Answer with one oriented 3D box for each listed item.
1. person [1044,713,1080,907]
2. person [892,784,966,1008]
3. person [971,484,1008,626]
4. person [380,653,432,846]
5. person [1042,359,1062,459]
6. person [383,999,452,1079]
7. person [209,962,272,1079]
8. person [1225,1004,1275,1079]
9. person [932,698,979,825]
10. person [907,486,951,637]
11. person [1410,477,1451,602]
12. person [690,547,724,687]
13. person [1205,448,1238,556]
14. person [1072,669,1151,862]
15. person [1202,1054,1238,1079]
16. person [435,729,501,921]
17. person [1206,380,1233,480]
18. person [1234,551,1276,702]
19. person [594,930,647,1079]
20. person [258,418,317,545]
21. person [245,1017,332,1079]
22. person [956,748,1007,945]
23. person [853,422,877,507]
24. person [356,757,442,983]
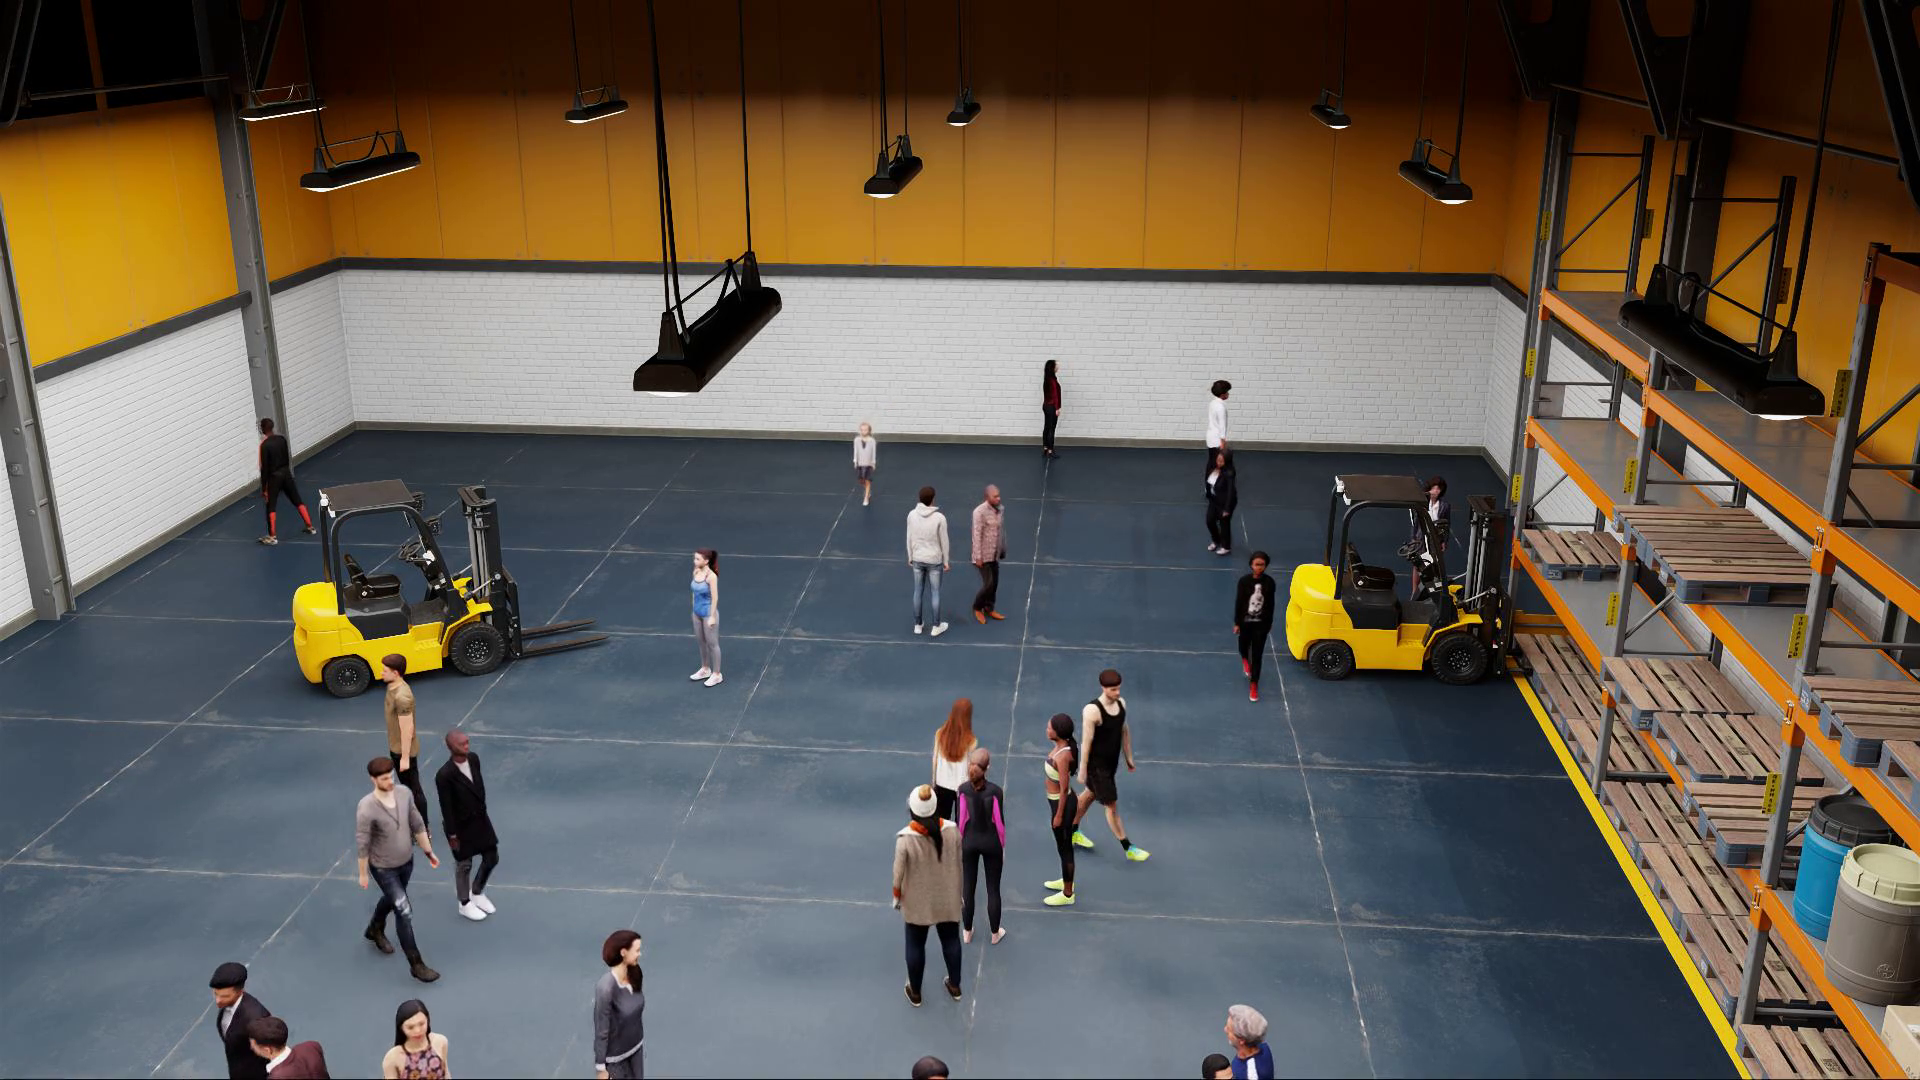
[{"bbox_3d":[0.892,2.299,14.288,0.618,1.753,0.434,2,19,6],"label":"person"},{"bbox_3d":[-0.237,2.729,12.798,0.787,1.889,0.756,-4,19,-10],"label":"person"},{"bbox_3d":[0.289,0.158,20.584,0.903,1.793,0.819,14,23,36],"label":"person"},{"bbox_3d":[-5.118,1.902,15.314,0.808,1.852,0.709,-11,21,-29],"label":"person"},{"bbox_3d":[1.509,-2.200,27.797,0.719,1.659,0.591,-7,20,-20],"label":"person"},{"bbox_3d":[-3.373,3.623,10.374,1.087,1.743,1.182,-13,23,-34],"label":"person"},{"bbox_3d":[-4.433,3.461,10.729,1.266,1.824,1.201,-13,23,-34],"label":"person"},{"bbox_3d":[1.747,3.643,10.171,0.685,1.834,0.454,1,19,4],"label":"person"},{"bbox_3d":[-0.080,2.226,14.589,0.772,1.699,1.008,7,20,21],"label":"person"},{"bbox_3d":[-0.408,0.241,20.245,0.714,1.851,0.628,5,19,15],"label":"person"},{"bbox_3d":[5.971,0.016,21.153,0.679,1.698,0.639,7,20,19],"label":"person"},{"bbox_3d":[-2.876,0.848,18.823,0.714,1.610,0.661,-17,25,-41],"label":"person"},{"bbox_3d":[3.632,-0.528,22.970,0.890,1.570,0.825,-8,20,-22],"label":"person"},{"bbox_3d":[1.216,2.001,15.043,1.116,1.836,1.181,12,22,33],"label":"person"},{"bbox_3d":[1.484,3.798,9.834,0.691,1.755,0.757,-16,24,-39],"label":"person"},{"bbox_3d":[-4.234,2.381,14.046,0.829,1.752,0.717,10,21,28],"label":"person"},{"bbox_3d":[3.976,-1.596,25.771,0.729,1.807,0.572,-3,19,-9],"label":"person"},{"bbox_3d":[3.269,0.904,18.593,0.639,1.649,1.055,3,19,8],"label":"person"},{"bbox_3d":[-2.323,3.400,11.036,0.815,1.744,0.730,8,20,22],"label":"person"},{"bbox_3d":[-9.686,-0.845,23.570,1.027,1.789,0.873,11,21,29],"label":"person"},{"bbox_3d":[-3.885,3.667,10.081,0.810,1.847,0.750,7,20,19],"label":"person"},{"bbox_3d":[0.170,2.509,13.667,0.566,1.752,0.568,3,19,8],"label":"person"},{"bbox_3d":[-1.427,-1.186,25.406,0.562,1.263,0.769,4,19,11],"label":"person"},{"bbox_3d":[-4.608,2.566,13.313,1.060,1.871,1.239,10,21,26],"label":"person"}]
